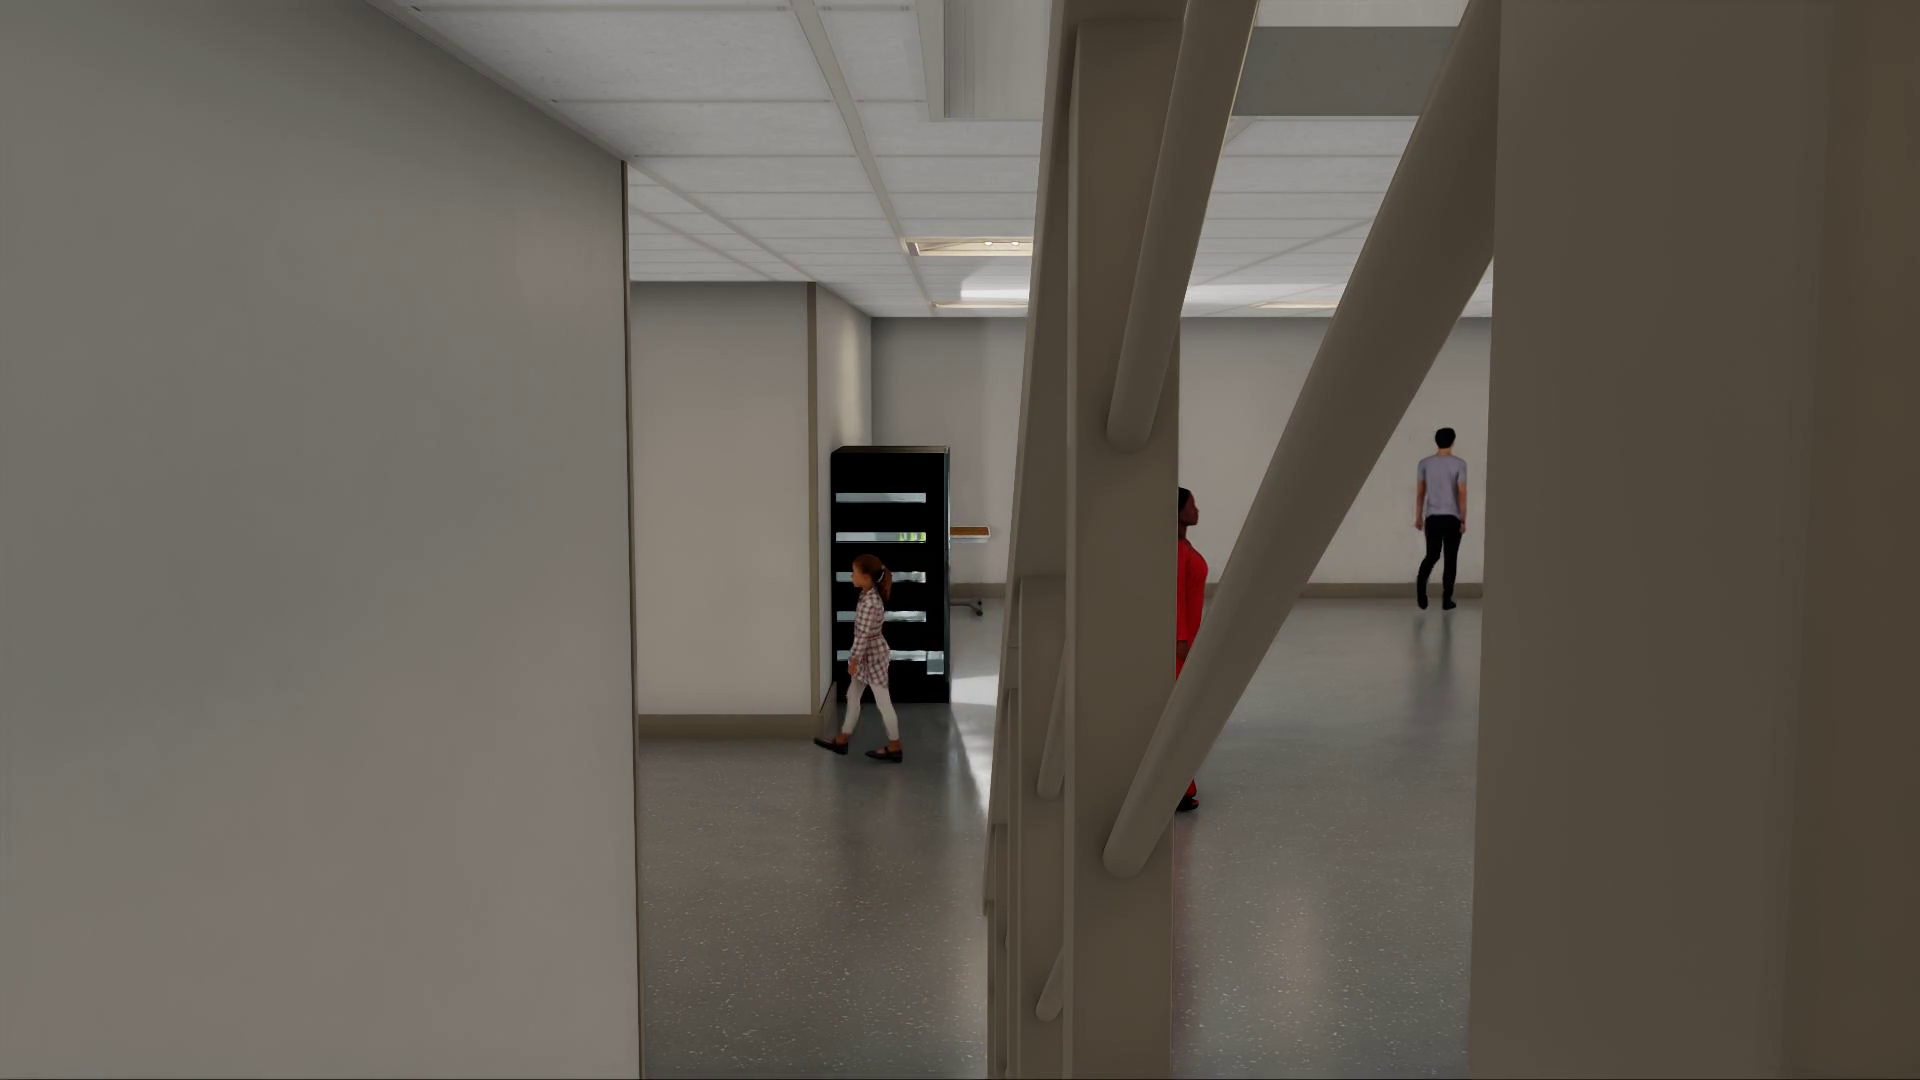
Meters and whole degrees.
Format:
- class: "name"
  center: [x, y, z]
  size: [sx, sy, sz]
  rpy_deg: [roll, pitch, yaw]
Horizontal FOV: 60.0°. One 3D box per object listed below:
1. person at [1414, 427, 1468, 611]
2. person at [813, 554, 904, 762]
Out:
- class: "person"
  center: [4.799, -0.187, 16.647]
  size: [1.007, 1.846, 1.140]
  rpy_deg: [4, 7, 34]
- class: "person"
  center: [-0.471, 0.735, 10.258]
  size: [0.632, 1.289, 0.735]
  rpy_deg: [0, 6, 4]
